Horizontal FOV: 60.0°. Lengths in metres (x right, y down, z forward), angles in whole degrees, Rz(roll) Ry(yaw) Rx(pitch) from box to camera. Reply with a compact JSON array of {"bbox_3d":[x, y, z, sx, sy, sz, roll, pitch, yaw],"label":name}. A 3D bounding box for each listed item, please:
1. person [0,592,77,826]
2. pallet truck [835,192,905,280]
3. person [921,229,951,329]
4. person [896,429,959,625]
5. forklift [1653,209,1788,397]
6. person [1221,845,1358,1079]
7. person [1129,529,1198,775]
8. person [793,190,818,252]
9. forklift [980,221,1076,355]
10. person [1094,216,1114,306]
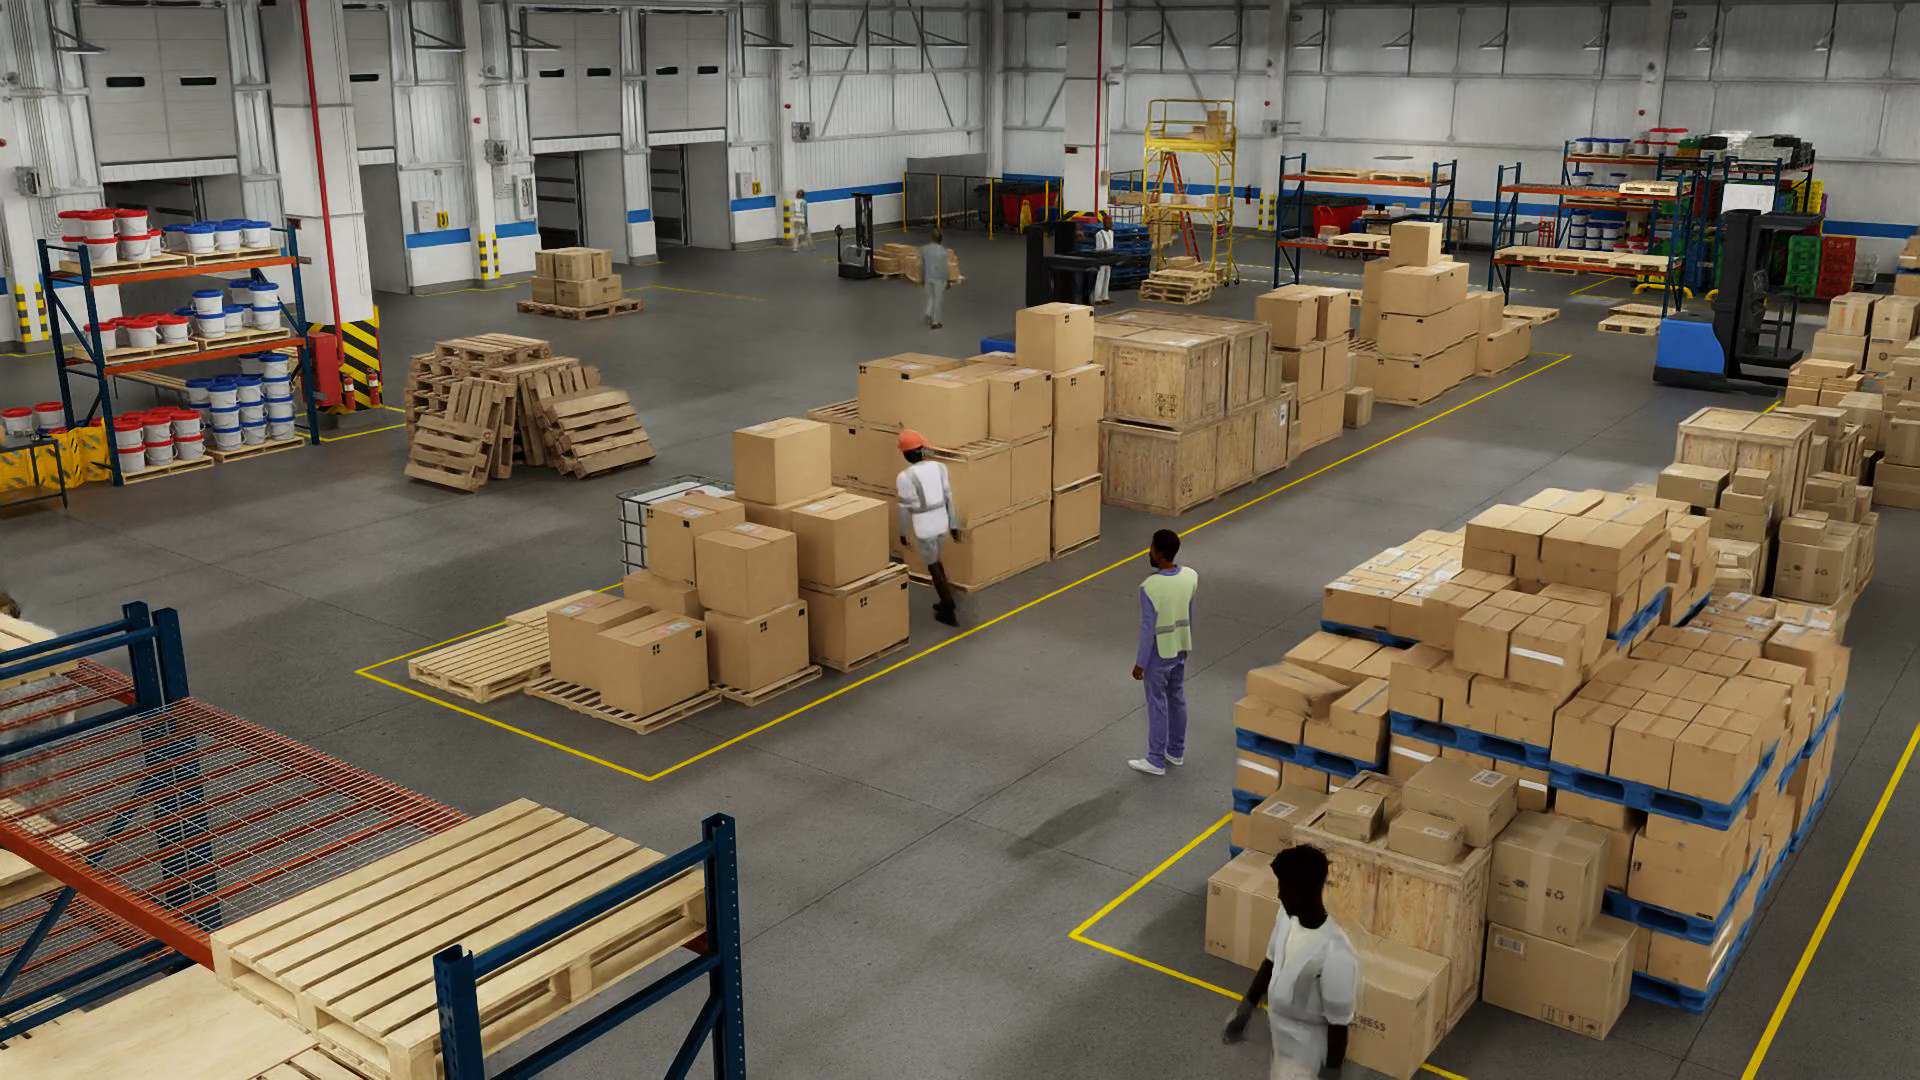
[{"bbox_3d":[-6.358,1.261,11.278,0.653,1.885,1.007,-8,19,-24],"label":"person"},{"bbox_3d":[-1.936,-7.159,38.982,1.885,1.965,0.823,-12,21,-34],"label":"pallet truck"},{"bbox_3d":[-0.434,-5.036,32.087,0.652,1.914,0.487,12,21,35],"label":"person"},{"bbox_3d":[-0.310,-0.110,15.826,0.679,1.882,0.554,15,22,40],"label":"person"},{"bbox_3d":[12.271,-3.827,26.446,1.873,2.768,1.129,12,21,35],"label":"forklift"},{"bbox_3d":[1.512,2.317,7.701,0.550,1.933,0.625,-2,17,-8],"label":"person"},{"bbox_3d":[1.548,0.845,12.612,0.591,1.922,0.393,-16,23,-42],"label":"person"},{"bbox_3d":[-4.110,-8.386,43.710,0.545,1.604,0.803,14,22,39],"label":"person"},{"bbox_3d":[1.306,-3.307,24.724,1.873,2.768,1.129,12,21,35],"label":"forklift"},{"bbox_3d":[3.033,-5.846,34.852,0.351,1.878,0.568,12,21,35],"label":"person"}]
